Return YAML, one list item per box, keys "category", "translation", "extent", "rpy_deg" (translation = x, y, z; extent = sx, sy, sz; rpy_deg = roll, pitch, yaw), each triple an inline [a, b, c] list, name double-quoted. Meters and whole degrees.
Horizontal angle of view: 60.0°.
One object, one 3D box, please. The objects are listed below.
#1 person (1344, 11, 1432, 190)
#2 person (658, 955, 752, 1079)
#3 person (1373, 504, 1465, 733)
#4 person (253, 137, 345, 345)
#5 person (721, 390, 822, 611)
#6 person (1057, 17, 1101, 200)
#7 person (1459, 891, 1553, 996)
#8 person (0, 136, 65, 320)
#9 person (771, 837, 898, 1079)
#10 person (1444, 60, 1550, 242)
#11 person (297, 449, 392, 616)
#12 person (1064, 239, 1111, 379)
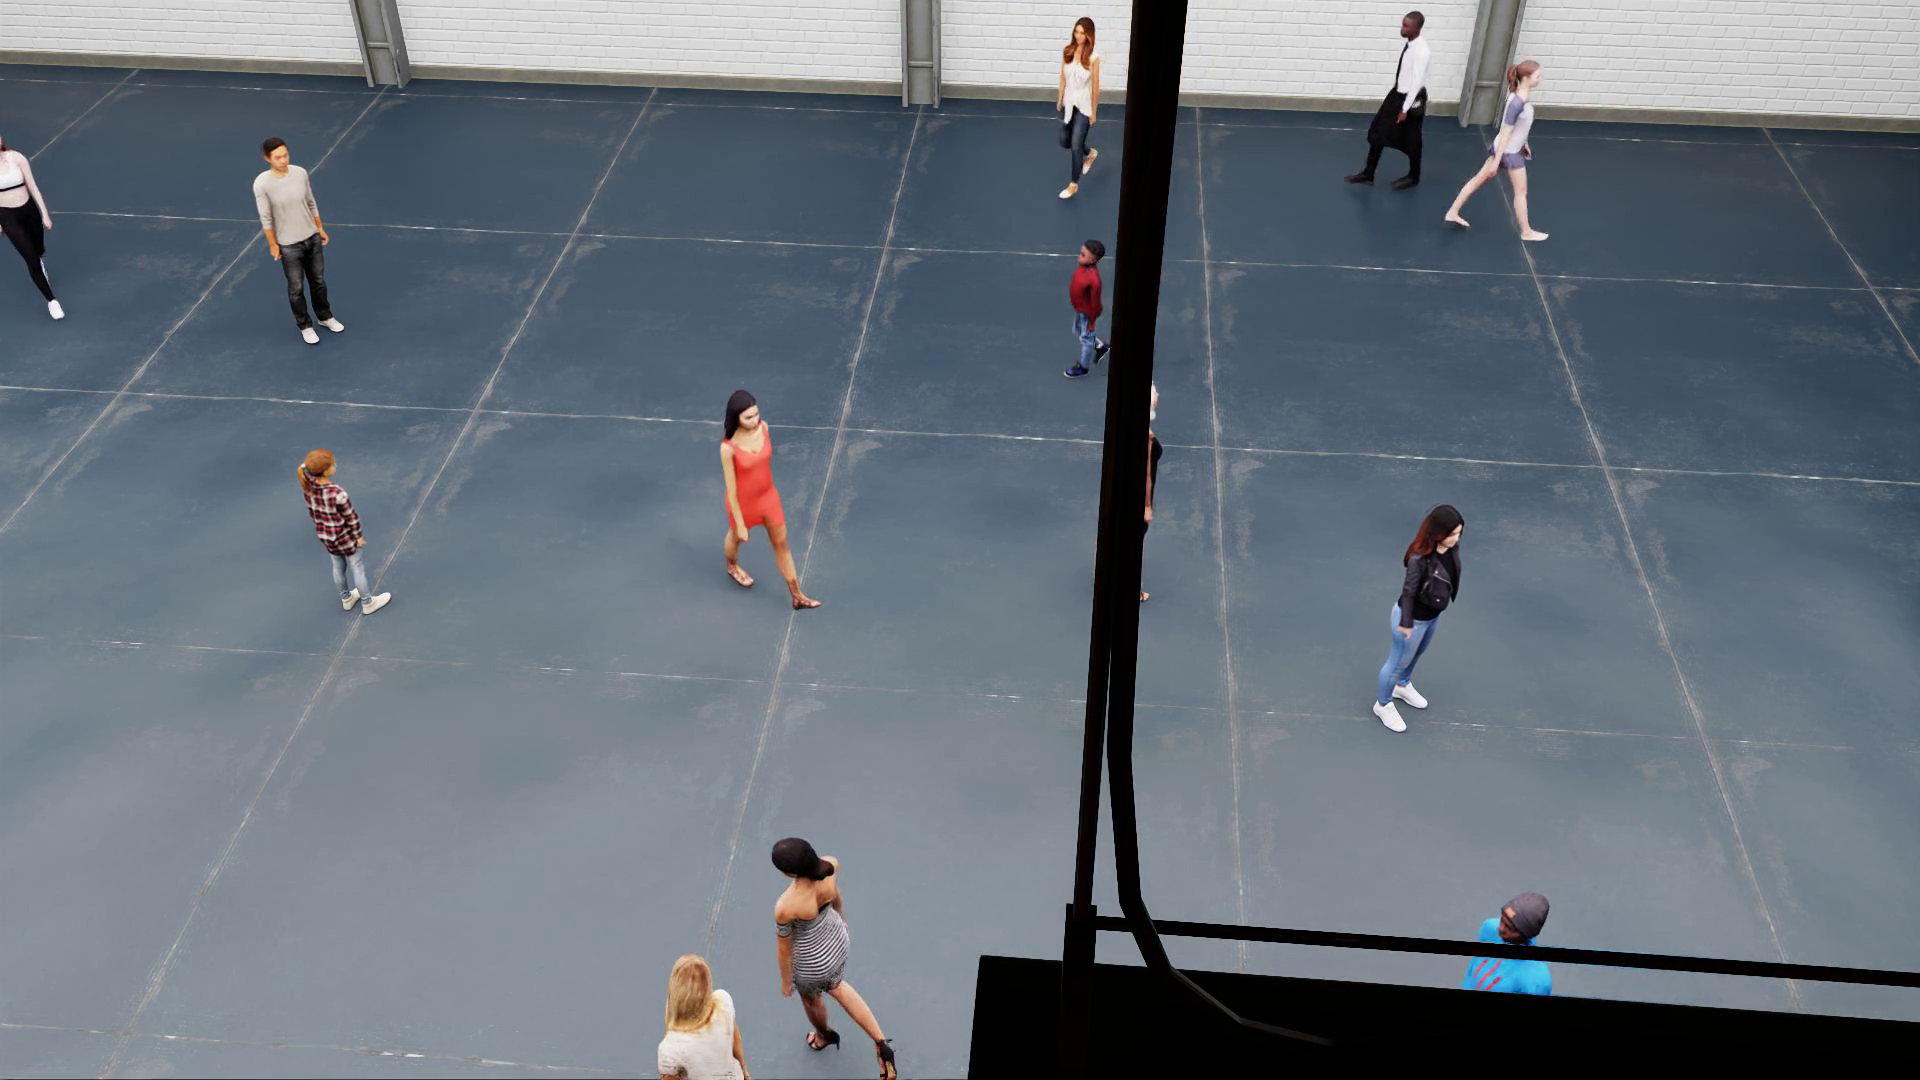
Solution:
- category: "person"
  translation: [4.421, -4.216, 16.050]
  extent: [1.058, 1.807, 0.809]
  rpy_deg: [-5, 39, -7]
- category: "person"
  translation: [-1.053, 2.589, 7.547]
  extent: [0.888, 1.784, 0.797]
  rpy_deg: [20, 43, 24]
- category: "person"
  translation: [2.857, 0.450, 10.344]
  extent: [0.762, 1.637, 0.725]
  rpy_deg: [31, 48, 33]
- category: "person"
  translation: [-5.576, -2.538, 13.948]
  extent: [0.761, 1.808, 0.739]
  rpy_deg: [29, 47, 31]
- category: "person"
  translation: [-1.471, -0.284, 11.241]
  extent: [1.195, 1.665, 1.043]
  rpy_deg: [29, 47, 31]
- category: "person"
  translation: [1.190, -4.201, 16.060]
  extent: [0.914, 1.772, 0.939]
  rpy_deg: [29, 47, 31]
- category: "person"
  translation: [2.603, 2.284, 7.934]
  extent: [1.089, 1.778, 0.880]
  rpy_deg: [-13, 40, -15]
- category: "person"
  translation: [-8.135, -2.803, 14.361]
  extent: [1.110, 1.707, 1.131]
  rpy_deg: [-25, 45, -28]
- category: "person"
  translation: [-0.617, 2.100, 8.153]
  extent: [1.033, 1.793, 0.908]
  rpy_deg: [27, 46, 30]
- category: "person"
  translation: [4.952, -3.581, 15.337]
  extent: [1.220, 1.704, 0.726]
  rpy_deg: [11, 40, 13]
- category: "person"
  translation: [-4.201, -0.051, 11.236]
  extent: [0.524, 1.306, 0.642]
  rpy_deg: [15, 41, 18]
- category: "person"
  translation: [1.094, -1.907, 13.606]
  extent: [0.722, 1.249, 0.614]
  rpy_deg: [-9, 39, -11]
